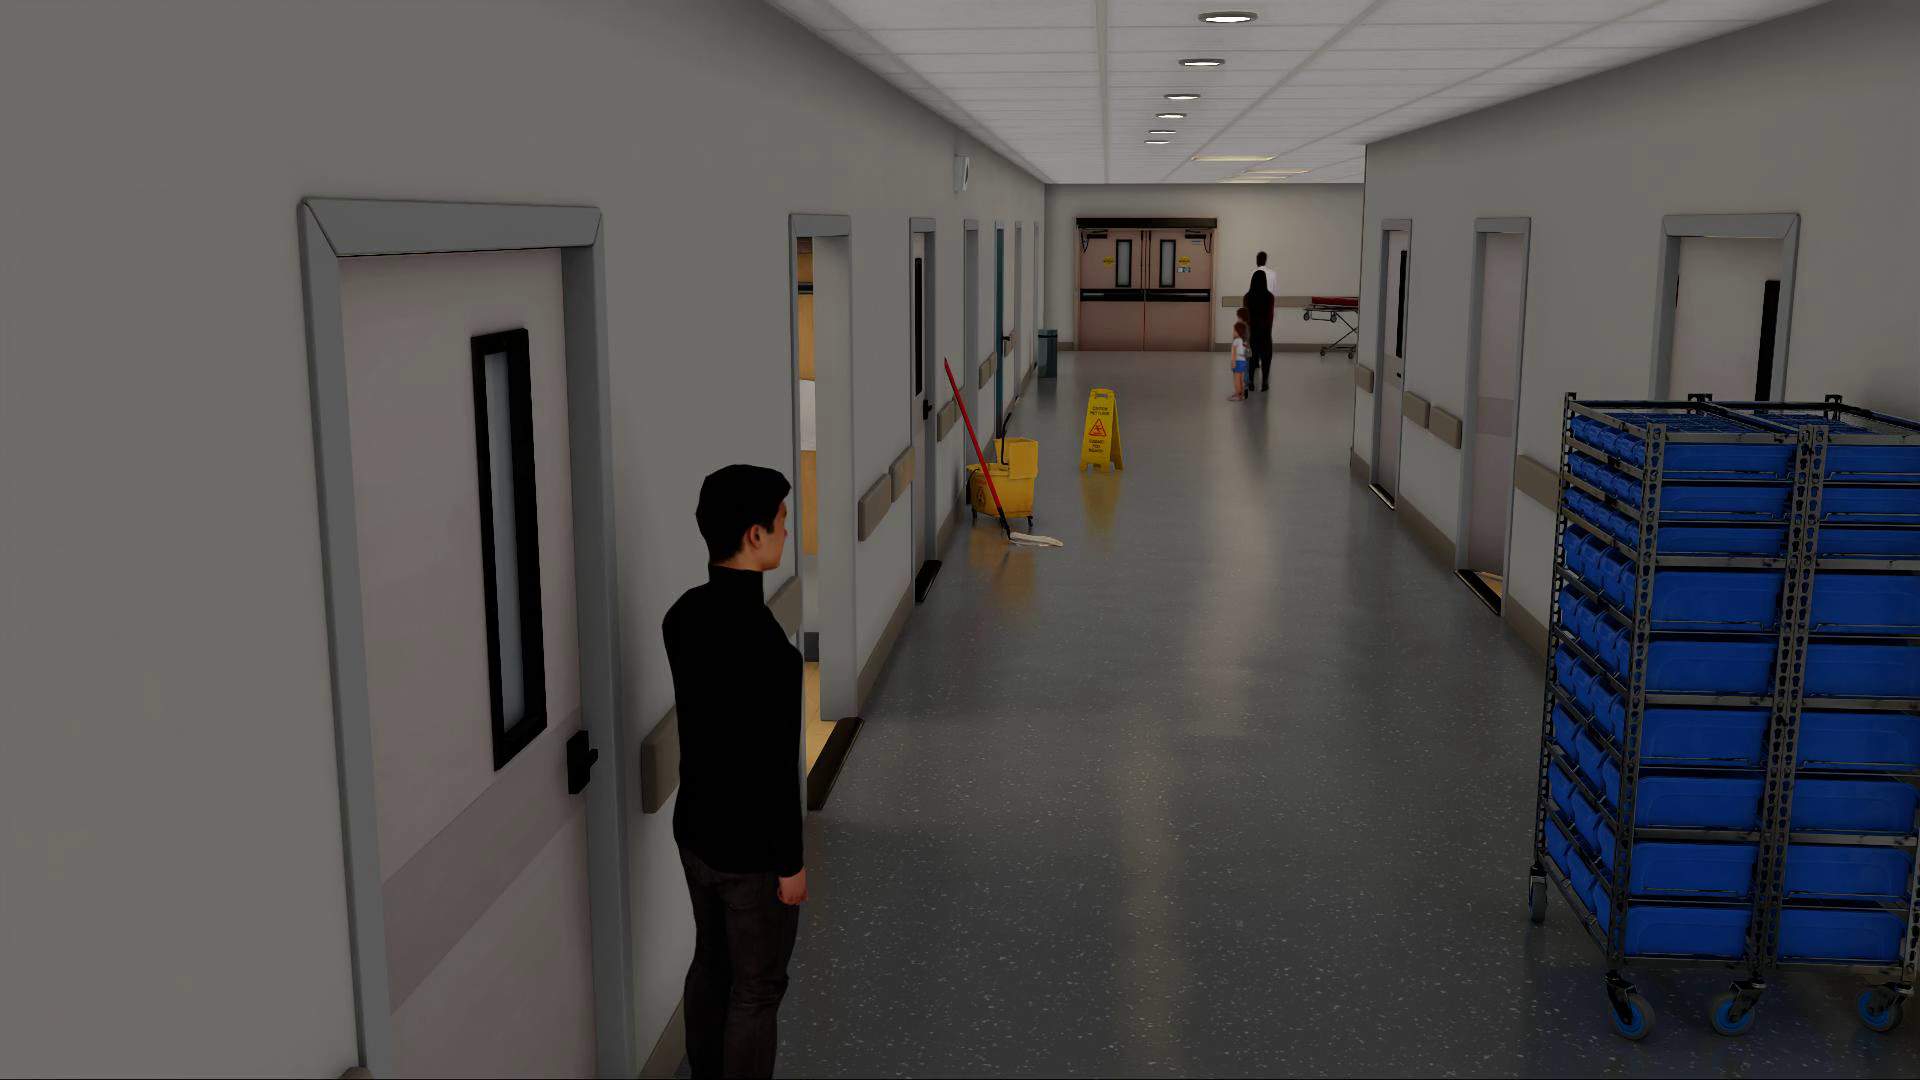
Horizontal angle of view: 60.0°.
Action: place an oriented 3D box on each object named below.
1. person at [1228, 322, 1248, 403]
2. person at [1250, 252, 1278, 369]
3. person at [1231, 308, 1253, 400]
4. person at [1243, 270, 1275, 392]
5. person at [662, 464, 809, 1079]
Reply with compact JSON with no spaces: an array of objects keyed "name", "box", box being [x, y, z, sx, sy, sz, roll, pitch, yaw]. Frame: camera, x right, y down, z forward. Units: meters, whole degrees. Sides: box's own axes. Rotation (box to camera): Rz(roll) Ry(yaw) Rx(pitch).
[{"name":"person","box":[3.644,-2.322,21.664,0.544,1.016,0.468,8,13,37]},{"name":"person","box":[4.844,-3.698,26.709,0.717,1.839,0.694,-4,11,-20]},{"name":"person","box":[3.746,-2.465,21.944,0.600,1.192,0.489,5,12,24]},{"name":"person","box":[4.122,-2.879,22.891,0.609,1.652,0.551,-1,11,-3]},{"name":"person","box":[-0.536,0.672,3.994,0.777,1.721,0.695,-7,13,-34]}]
